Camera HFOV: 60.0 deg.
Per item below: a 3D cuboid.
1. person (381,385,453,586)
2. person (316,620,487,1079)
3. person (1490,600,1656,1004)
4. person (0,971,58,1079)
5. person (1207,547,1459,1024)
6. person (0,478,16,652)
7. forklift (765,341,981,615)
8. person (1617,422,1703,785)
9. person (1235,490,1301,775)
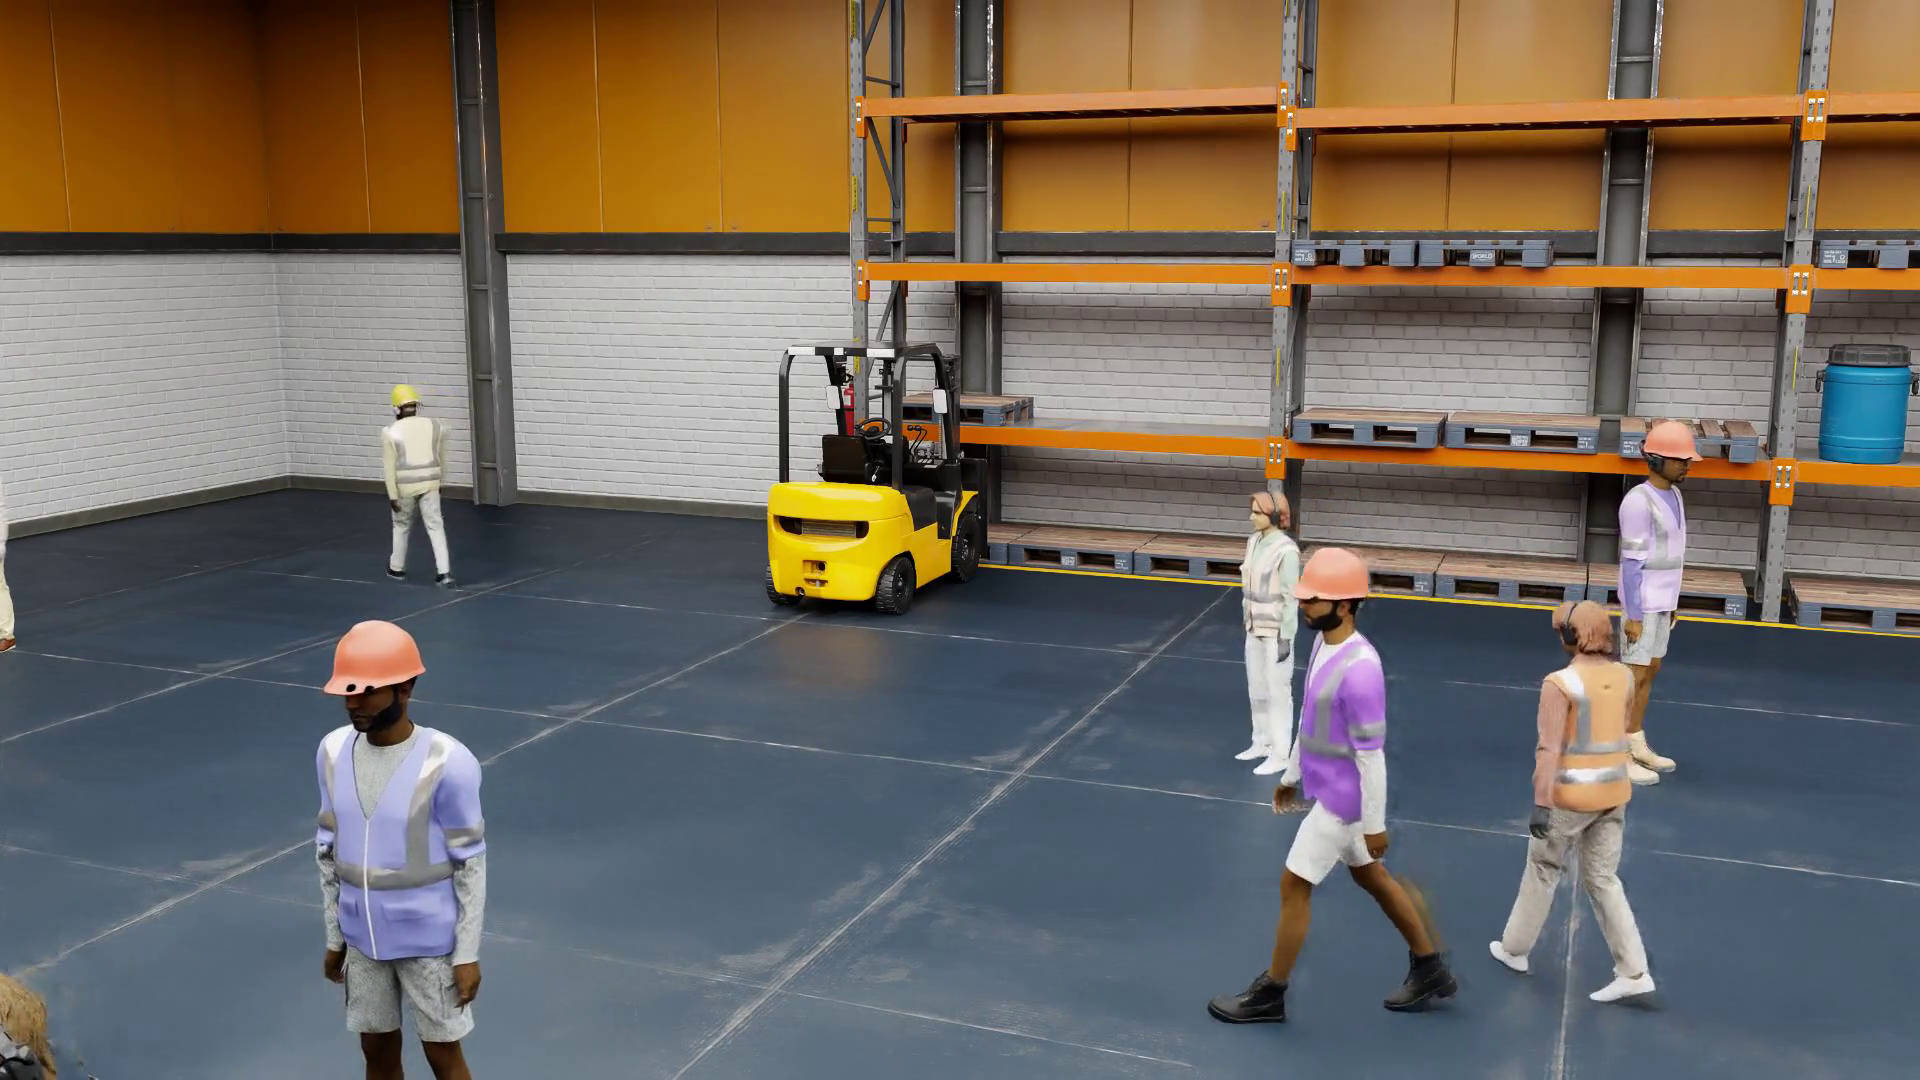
[{"bbox_3d":[-4.816,-0.482,14.741,0.601,1.788,0.941,-8,13,-38],"label":"person"},{"bbox_3d":[-1.690,1.185,5.002,0.546,1.939,0.375,3,11,17],"label":"person"},{"bbox_3d":[2.523,1.046,6.710,0.570,1.600,0.726,-6,12,-30],"label":"person"},{"bbox_3d":[-1.450,1.597,2.789,0.657,1.909,0.445,8,13,38],"label":"person"},{"bbox_3d":[1.514,0.954,6.419,0.984,1.900,0.541,1,10,3],"label":"person"},{"bbox_3d":[-7.256,0.029,12.294,0.507,1.630,0.268,3,11,16],"label":"person"},{"bbox_3d":[-0.739,-0.602,14.246,1.214,2.155,2.313,4,11,21],"label":"forklift"},{"bbox_3d":[3.923,0.349,9.376,0.390,2.039,0.615,9,13,40],"label":"person"},{"bbox_3d":[1.771,0.523,9.534,0.311,1.638,0.523,-4,11,-19],"label":"person"}]
